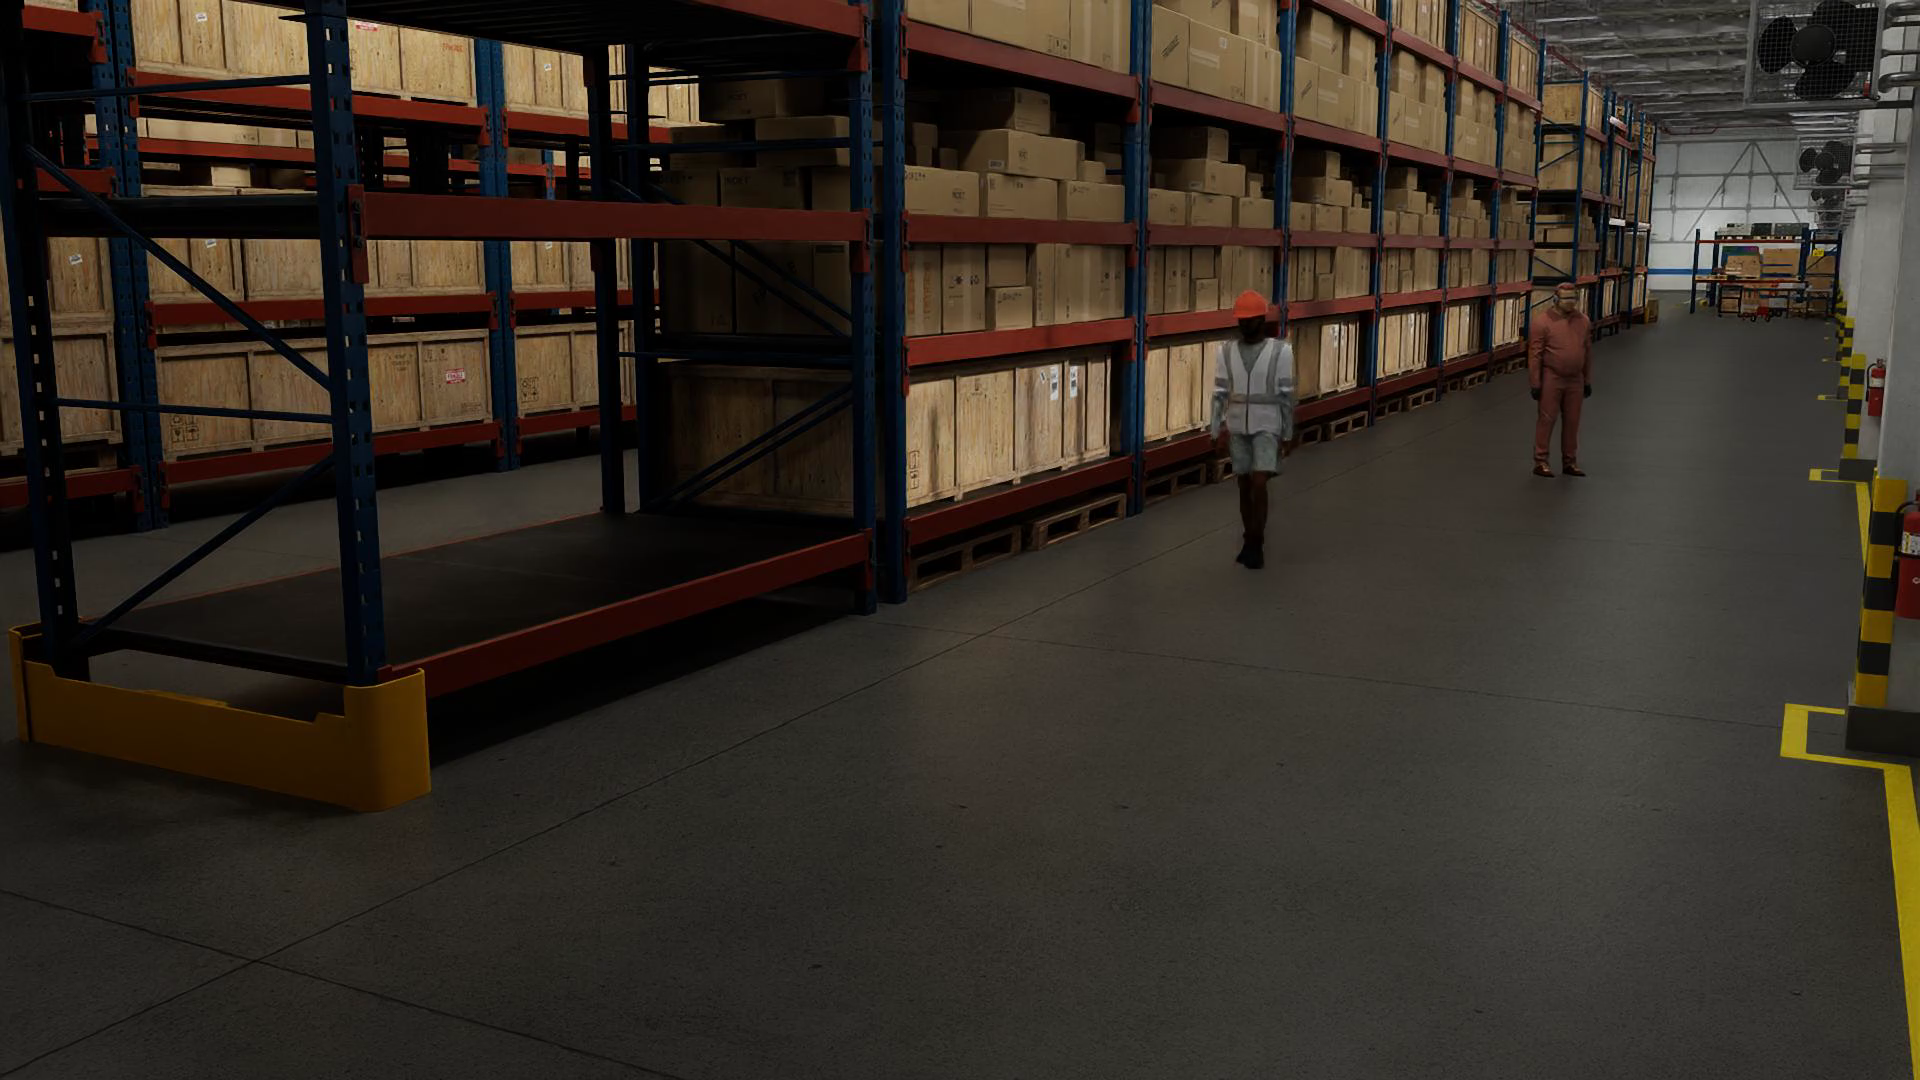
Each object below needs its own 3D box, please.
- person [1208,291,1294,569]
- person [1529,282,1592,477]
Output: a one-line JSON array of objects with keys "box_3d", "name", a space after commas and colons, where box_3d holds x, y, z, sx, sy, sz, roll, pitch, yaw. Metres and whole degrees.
[{"box_3d": [1.992, -0.755, 11.515, 0.568, 1.908, 0.718, 5, 11, 28], "name": "person"}, {"box_3d": [5.853, -1.552, 16.195, 0.652, 1.894, 0.400, -2, 10, -13], "name": "person"}]
